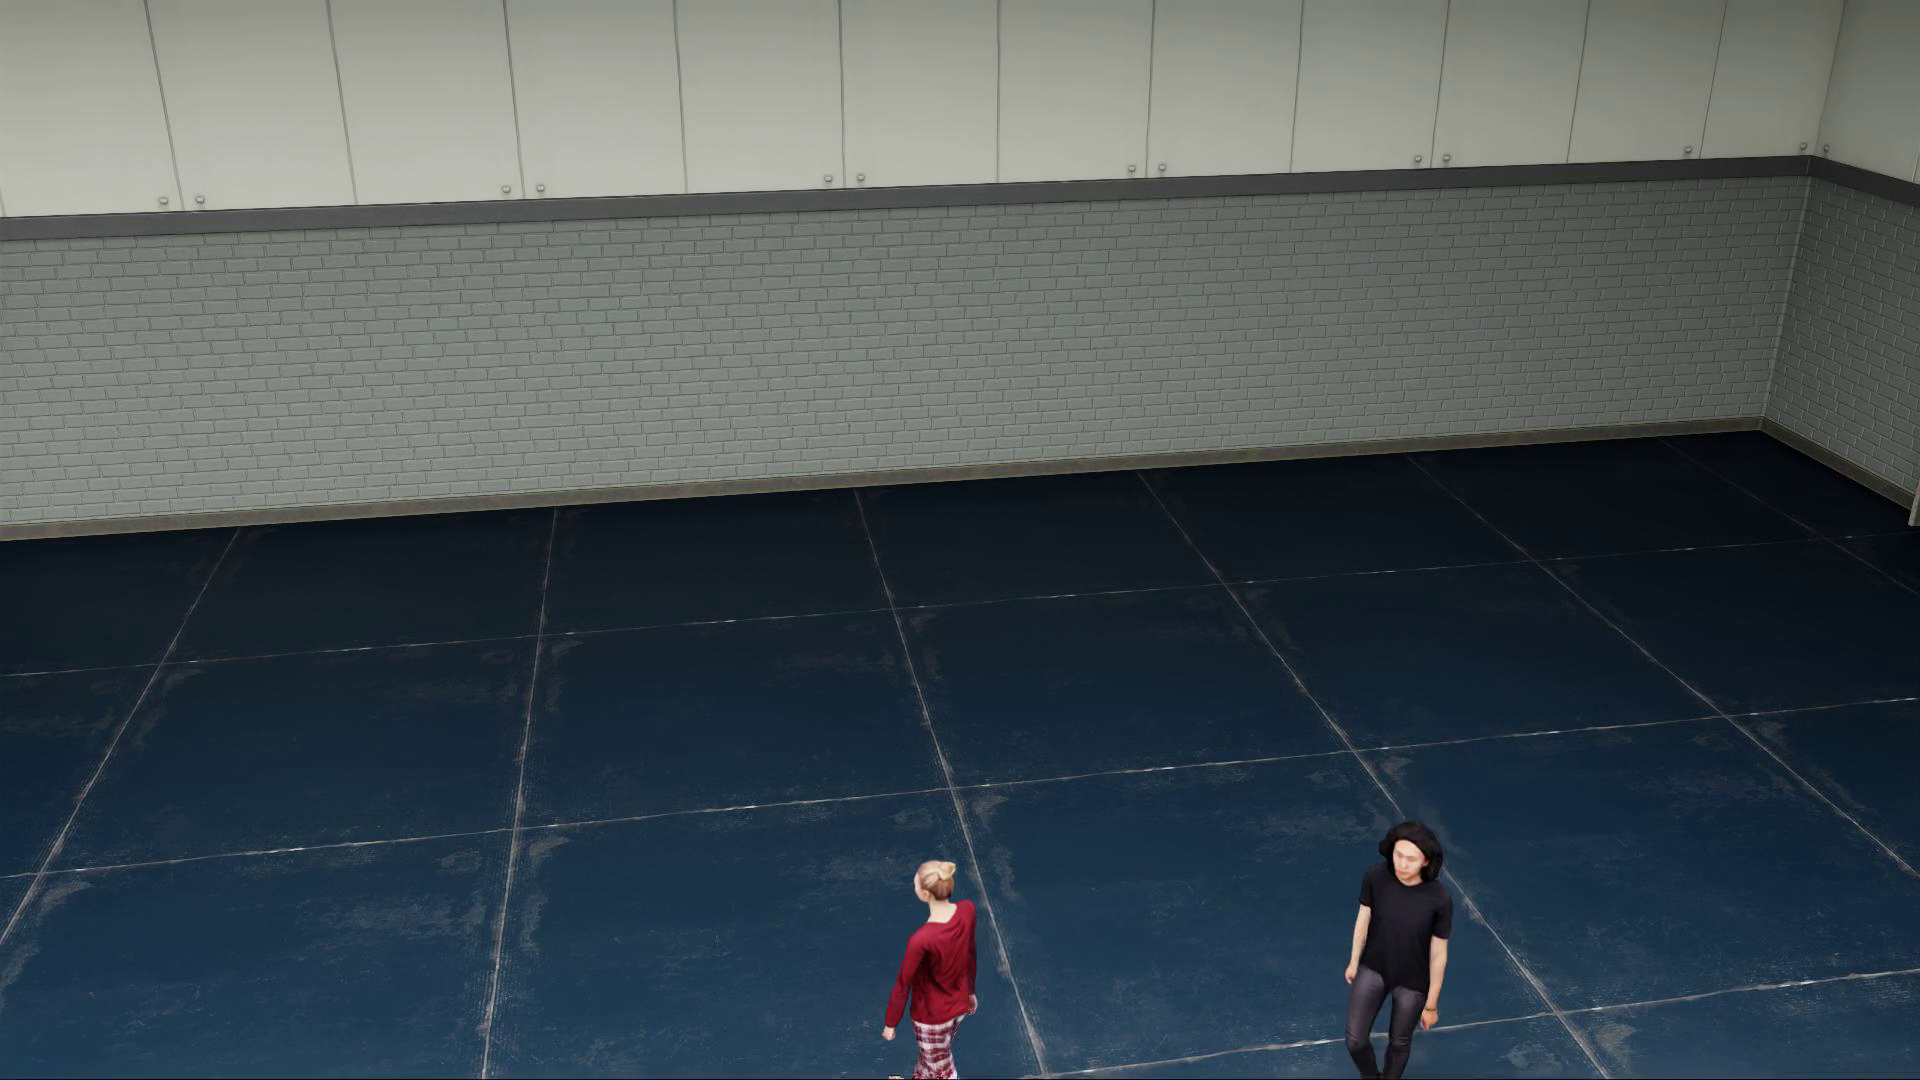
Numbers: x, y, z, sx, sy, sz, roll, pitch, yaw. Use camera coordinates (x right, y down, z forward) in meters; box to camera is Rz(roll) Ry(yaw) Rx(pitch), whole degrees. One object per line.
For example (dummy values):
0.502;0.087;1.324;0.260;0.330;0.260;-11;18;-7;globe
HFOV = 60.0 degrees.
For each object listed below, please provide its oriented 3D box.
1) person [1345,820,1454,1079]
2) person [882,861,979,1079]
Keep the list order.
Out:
2.244;2.157;8.459;0.774;1.826;0.825;14;27;30;person
-0.051;2.332;8.225;1.015;1.686;0.939;19;29;37;person
